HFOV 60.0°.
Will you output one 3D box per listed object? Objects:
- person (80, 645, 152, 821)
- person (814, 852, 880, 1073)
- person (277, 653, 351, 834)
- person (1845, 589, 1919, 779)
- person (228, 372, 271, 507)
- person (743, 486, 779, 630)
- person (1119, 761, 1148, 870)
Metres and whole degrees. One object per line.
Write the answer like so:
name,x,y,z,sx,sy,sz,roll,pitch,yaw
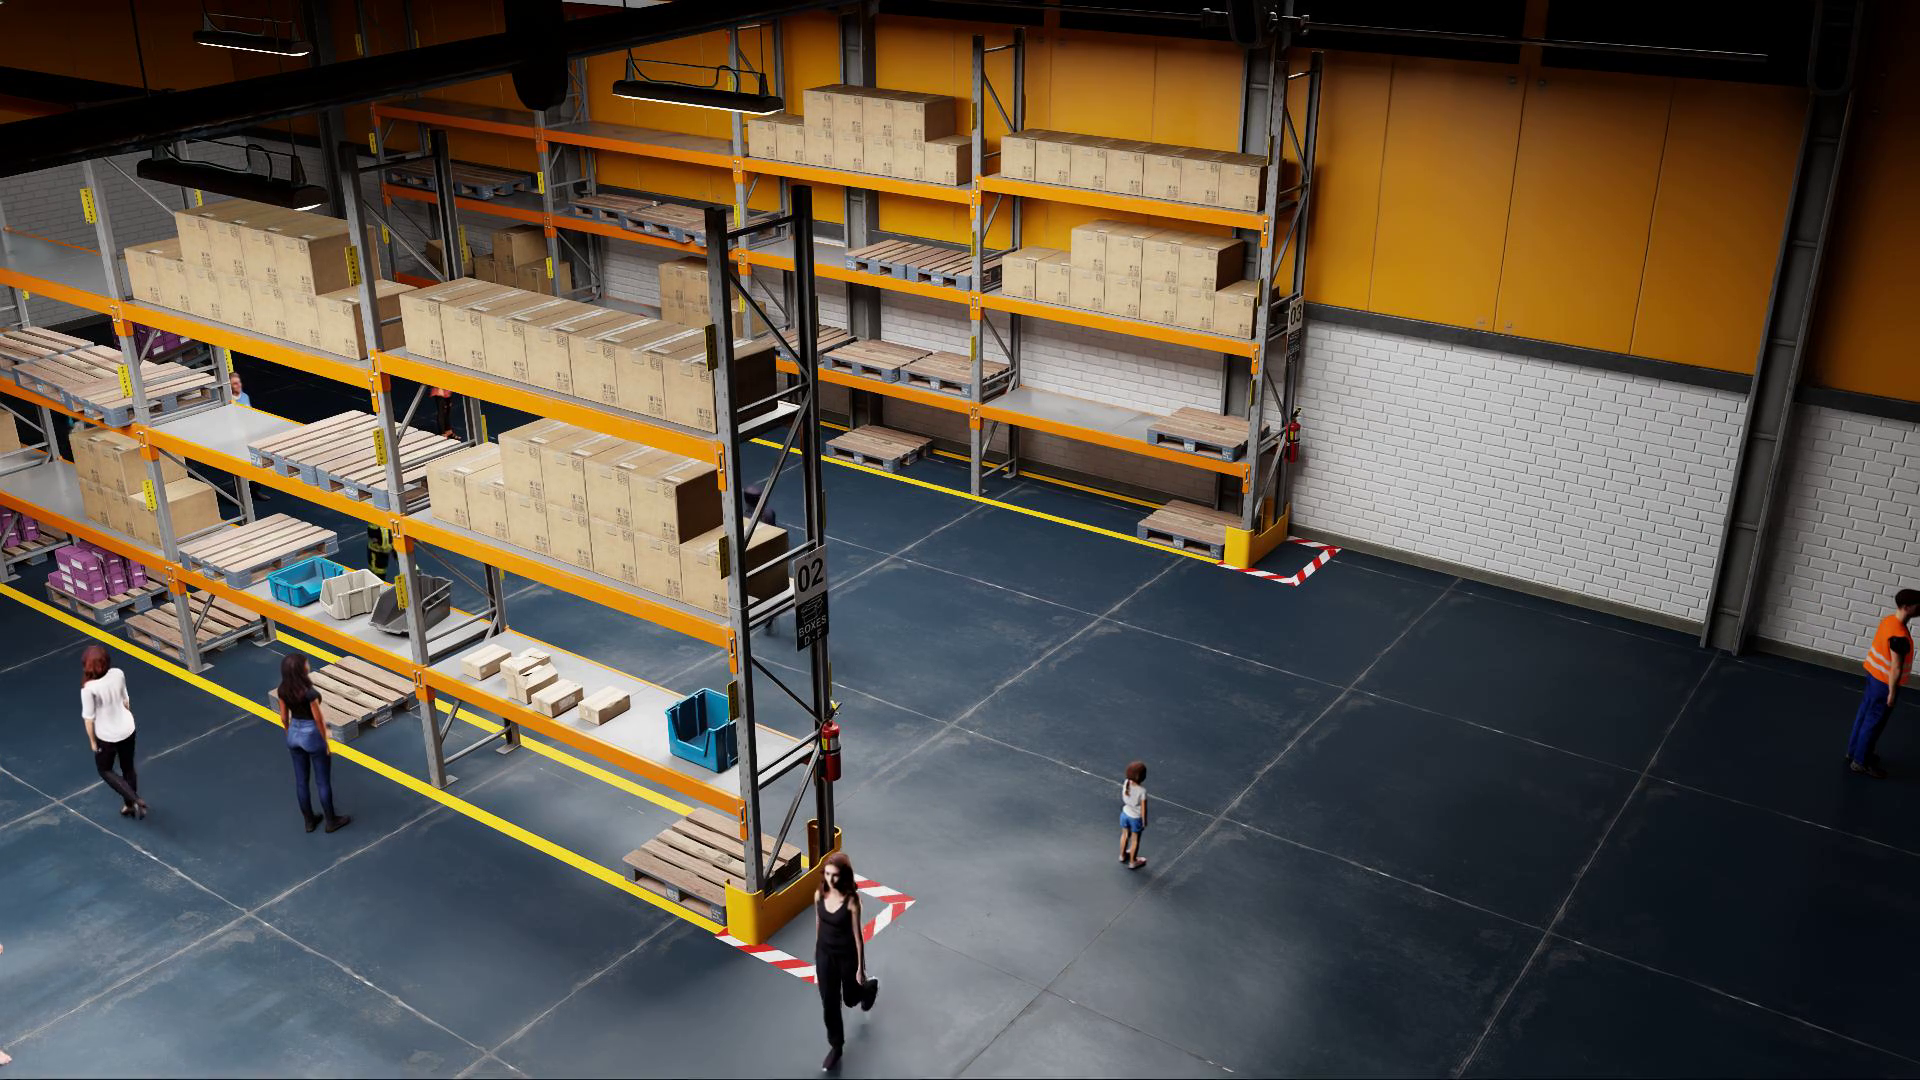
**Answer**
person,-7.482,1.767,14.835,0.826,1.783,0.644,13,27,27
person,-0.826,2.980,12.140,1.050,1.719,0.797,9,25,20
person,-5.807,1.807,14.800,0.585,1.737,0.698,6,24,13
person,8.745,1.322,15.729,0.742,1.881,0.760,6,24,14
person,-9.478,-1.347,21.913,0.624,1.819,0.692,11,26,23
person,-2.244,0.219,18.537,1.000,1.653,0.792,21,31,39
person,1.501,2.368,14.414,0.516,1.019,0.411,-17,29,-34
